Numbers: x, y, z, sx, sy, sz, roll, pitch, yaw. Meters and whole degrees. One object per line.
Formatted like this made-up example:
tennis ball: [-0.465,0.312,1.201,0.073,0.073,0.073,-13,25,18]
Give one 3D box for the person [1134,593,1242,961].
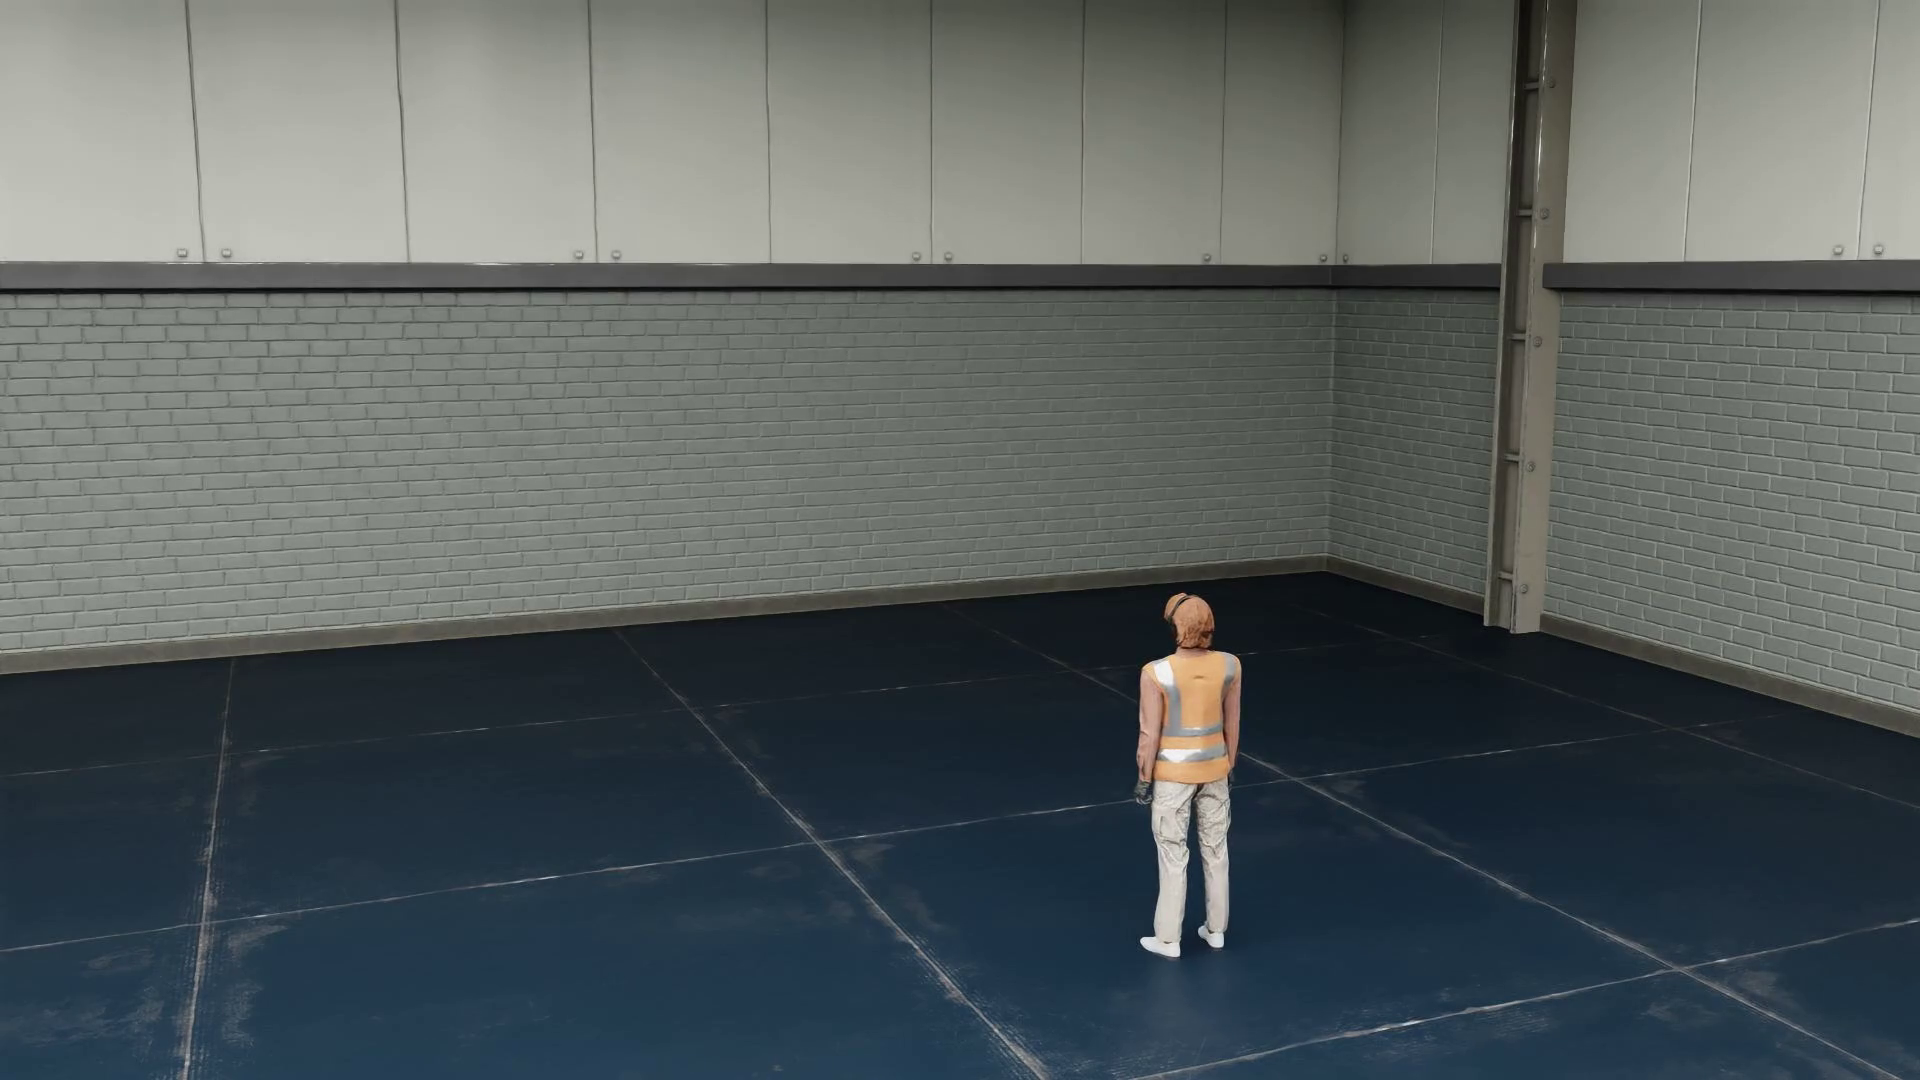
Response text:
person: [1.014,1.049,7.384,0.511,1.641,0.308,-4,10,-22]
